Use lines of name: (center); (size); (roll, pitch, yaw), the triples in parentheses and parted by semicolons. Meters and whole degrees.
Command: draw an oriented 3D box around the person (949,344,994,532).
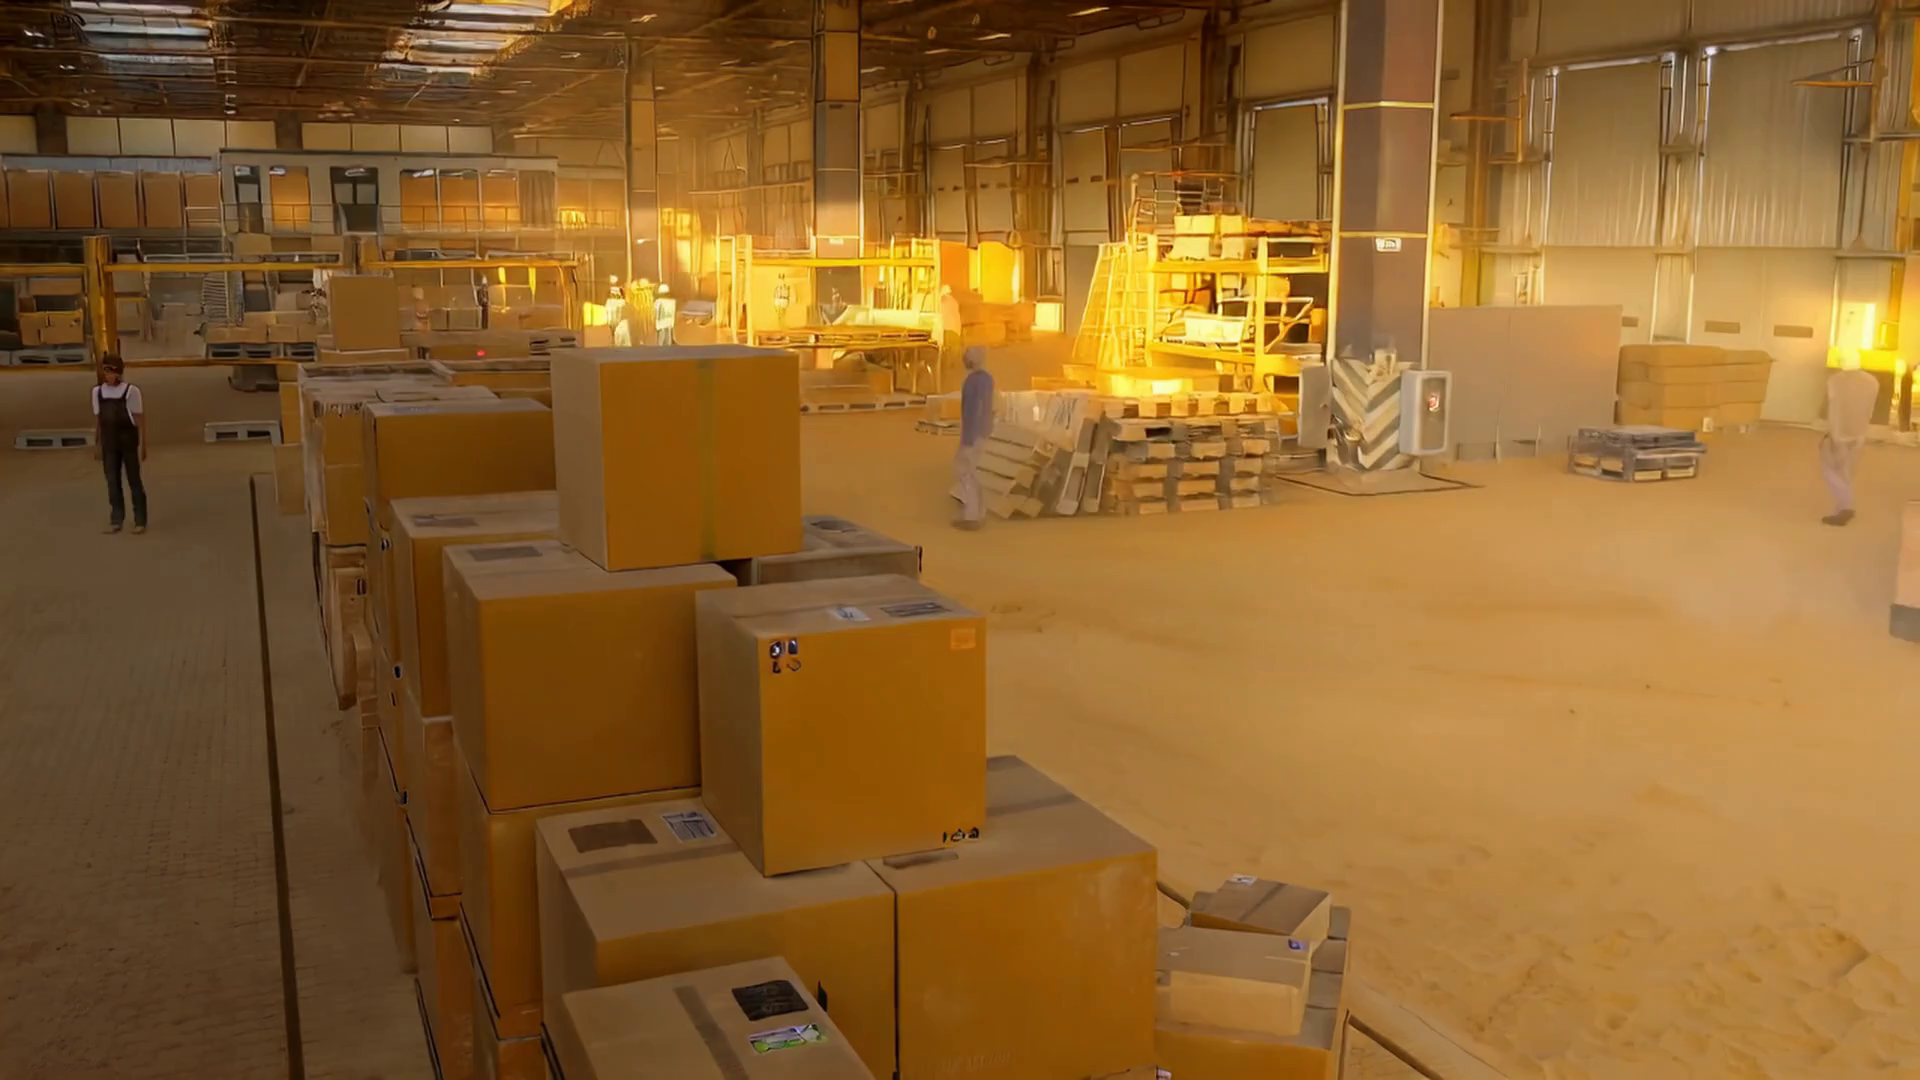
person: (0.091, -1.051, 17.141); (0.494, 1.915, 0.661); (3, 11, 18)

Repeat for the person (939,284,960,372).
person: (-0.278, -4.763, 37.428); (0.524, 1.970, 0.649); (-8, 13, -37)

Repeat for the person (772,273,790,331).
person: (-5.506, -7.251, 51.286); (0.570, 1.926, 0.550); (2, 11, 13)

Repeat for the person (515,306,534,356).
person: (-8.065, -3.511, 31.164); (0.665, 1.743, 0.533); (-6, 12, -28)

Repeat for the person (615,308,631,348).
person: (-6.485, -3.688, 32.369); (0.836, 1.665, 0.537); (-2, 10, -10)

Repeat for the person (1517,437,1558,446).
person: (8.366, -2.288, 24.000); (0.568, 1.905, 0.548); (7, 13, 35)

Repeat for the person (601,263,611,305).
person: (-14.314, -10.124, 66.929); (0.392, 1.990, 0.623); (6, 12, 31)

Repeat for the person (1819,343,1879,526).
person: (9.244, -1.069, 17.230); (0.656, 1.918, 0.639); (-3, 11, -16)

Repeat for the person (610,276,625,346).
person: (-9.508, -6.351, 46.254); (0.391, 1.949, 0.602); (-3, 11, -16)

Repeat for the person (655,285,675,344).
person: (-6.951, -5.050, 39.190); (0.407, 1.918, 0.587); (7, 13, 36)

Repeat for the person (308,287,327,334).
person: (-14.182, -4.636, 36.864); (0.388, 1.926, 0.590); (1, 10, 5)

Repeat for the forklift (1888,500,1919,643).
forklift: (7.917, -0.604, 12.013); (1.873, 2.768, 1.129); (-4, 11, -23)

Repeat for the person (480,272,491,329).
person: (-15.036, -7.527, 52.812); (0.368, 1.932, 0.623); (-4, 11, -21)

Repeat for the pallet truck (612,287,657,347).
pallet truck: (-6.464, -4.406, 35.401); (0.823, 1.965, 1.885); (6, 12, 32)

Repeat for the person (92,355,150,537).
person: (-8.477, -0.944, 16.794); (0.536, 1.839, 0.328); (1, 10, 5)

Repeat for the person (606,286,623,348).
person: (-9.122, -5.827, 43.942); (0.487, 1.741, 0.313); (3, 11, 17)

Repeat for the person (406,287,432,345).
person: (-13.260, -5.271, 40.690); (0.864, 1.816, 0.629); (5, 11, 25)
